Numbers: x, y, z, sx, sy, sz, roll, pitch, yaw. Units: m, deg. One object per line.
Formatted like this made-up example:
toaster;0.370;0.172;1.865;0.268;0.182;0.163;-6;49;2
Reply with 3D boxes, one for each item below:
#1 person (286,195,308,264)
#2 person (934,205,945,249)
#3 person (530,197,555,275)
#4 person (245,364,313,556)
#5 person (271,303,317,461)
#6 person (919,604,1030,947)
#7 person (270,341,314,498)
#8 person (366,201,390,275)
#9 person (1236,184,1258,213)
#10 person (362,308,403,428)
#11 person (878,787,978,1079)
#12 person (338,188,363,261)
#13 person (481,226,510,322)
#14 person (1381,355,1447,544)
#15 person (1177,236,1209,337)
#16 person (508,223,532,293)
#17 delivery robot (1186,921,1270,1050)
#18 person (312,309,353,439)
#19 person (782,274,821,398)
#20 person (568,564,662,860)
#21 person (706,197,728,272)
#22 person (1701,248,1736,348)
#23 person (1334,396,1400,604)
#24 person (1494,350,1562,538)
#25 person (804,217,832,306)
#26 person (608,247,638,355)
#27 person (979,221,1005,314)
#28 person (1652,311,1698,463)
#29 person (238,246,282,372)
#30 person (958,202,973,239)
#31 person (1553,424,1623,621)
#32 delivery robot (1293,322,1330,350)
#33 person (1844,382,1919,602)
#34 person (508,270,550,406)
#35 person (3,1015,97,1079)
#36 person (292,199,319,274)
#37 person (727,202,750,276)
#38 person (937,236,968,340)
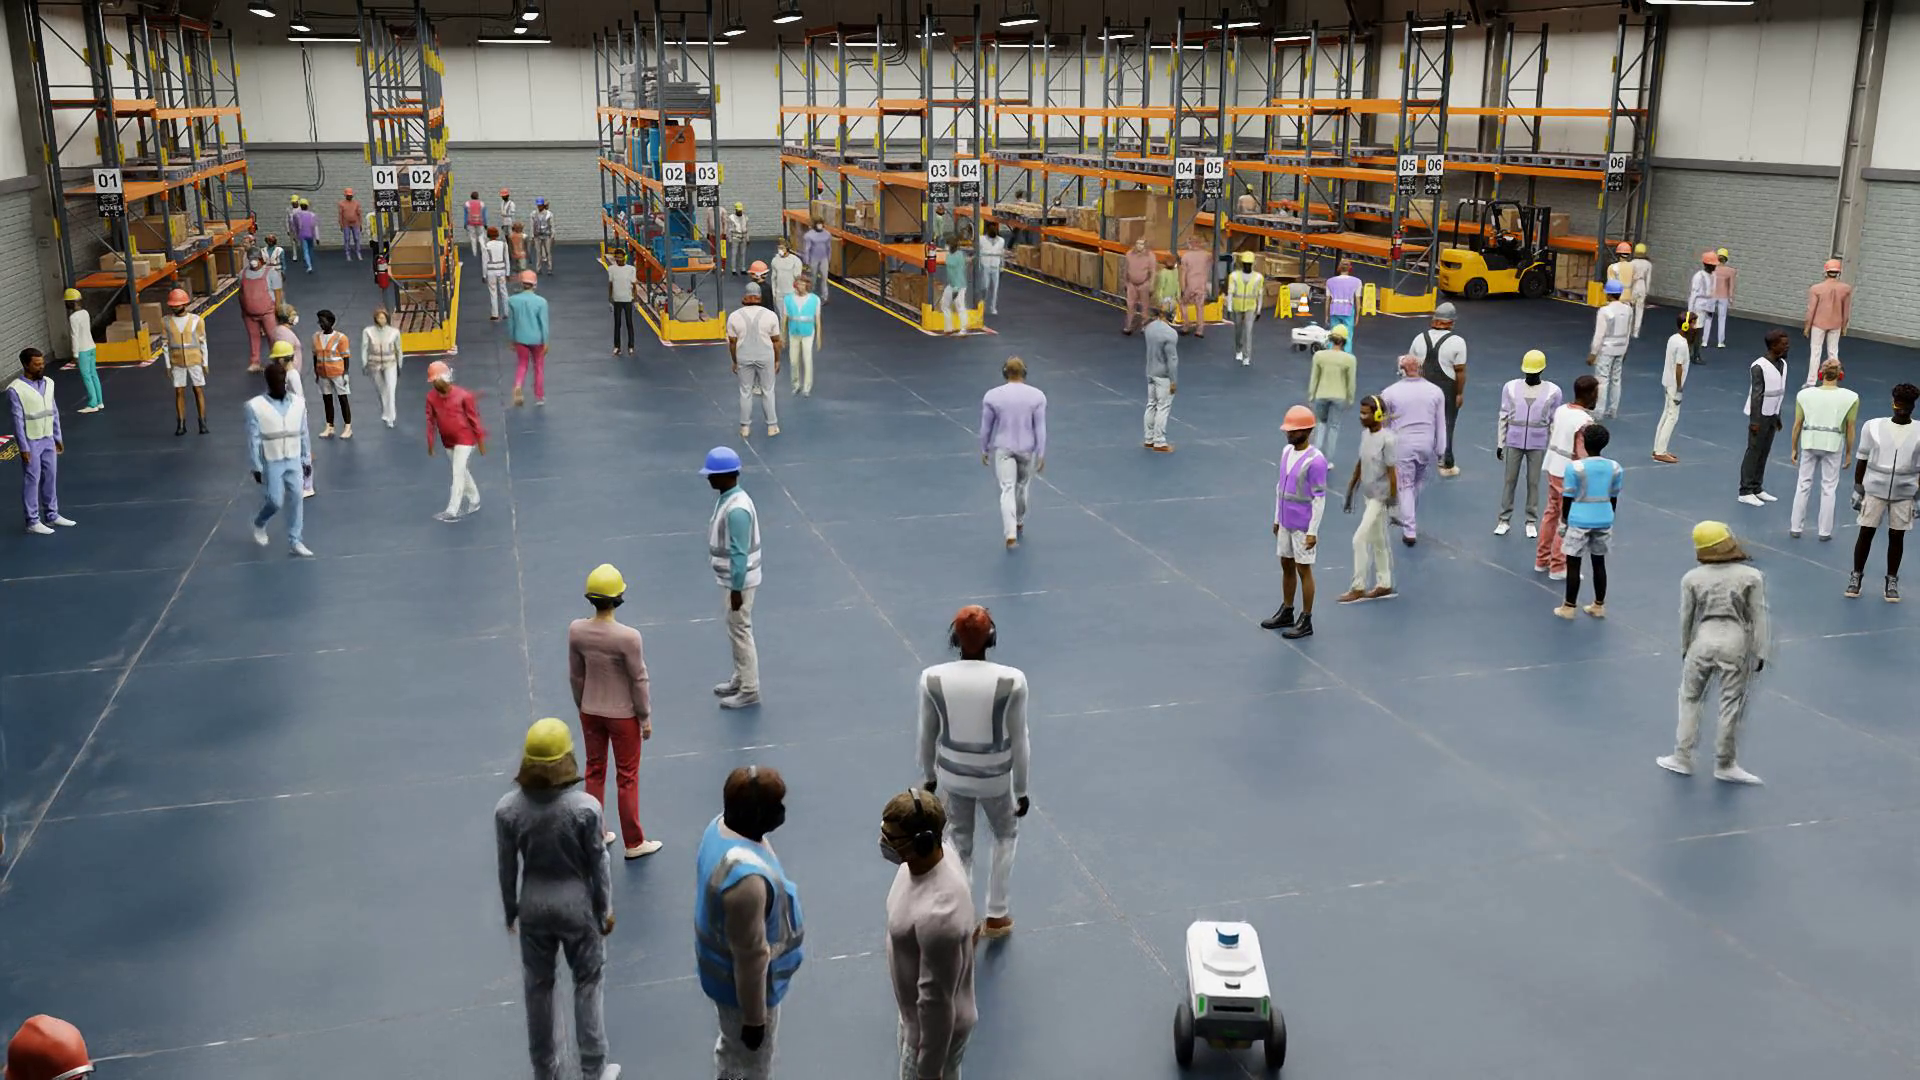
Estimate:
person;-17.868;-8.378;44.863;0.586;1.833;0.403;-3;15;-12
person;-0.528;-8.016;43.903;0.286;1.625;0.497;-3;15;-10
person;-10.510;-7.647;41.888;0.604;1.949;0.398;0;15;0
person;-6.639;-0.786;16.187;0.604;1.899;0.596;12;19;39
person;-8.218;-1.935;20.413;0.370;1.940;0.627;-9;17;-31
person;0.090;1.218;8.672;0.597;1.867;0.541;3;15;12
person;-7.440;-1.338;18.501;0.313;1.768;0.522;-10;18;-32
person;-14.198;-7.363;40.734;0.608;1.995;0.377;-13;20;-40
person;8.455;-9.553;49.159;0.596;1.891;0.859;-2;15;-7
person;-7.884;-2.380;22.745;0.515;1.594;0.870;-4;15;-13
person;-0.123;1.830;6.266;0.375;1.933;0.625;-1;15;-5
person;-16.695;-8.649;45.595;0.612;1.986;0.405;-8;17;-29
person;-9.263;-5.306;33.203;0.583;1.882;0.338;-12;19;-39
person;4.523;-0.922;16.764;0.668;1.859;0.936;-1;15;-5
person;4.326;-4.747;31.127;0.701;1.868;0.774;-6;16;-22
person;-10.050;-6.428;37.976;0.559;1.597;0.586;2;15;9
delivery robot;1.260;2.058;7.859;0.477;0.478;0.707;1;15;4
person;-8.218;-2.166;21.749;0.540;1.696;0.316;3;15;12
person;-2.355;-3.047;24.790;0.582;1.843;0.387;2;15;6
person;-2.022;1.001;9.691;0.530;1.772;0.303;7;16;24
person;-6.254;-7.882;42.683;0.608;1.996;0.381;7;16;24
person;13.522;-4.312;29.695;0.533;1.765;0.325;7;16;24
person;3.554;-0.353;14.634;0.756;1.841;0.560;-3;15;-12
person;5.741;-0.975;16.843;0.586;1.917;0.381;6;16;22
person;-3.072;-6.036;35.956;0.637;1.901;1.018;-5;16;-19
person;-5.843;-4.129;28.816;0.518;1.865;0.330;0;15;-1
person;0.650;-5.635;34.390;0.612;1.908;0.439;-4;15;-15
person;8.744;-1.870;20.338;0.338;1.858;0.510;3;15;10
person;-11.397;-3.750;27.048;0.683;2.000;0.537;0;15;-2
person;0.221;-10.399;52.527;0.463;1.821;0.692;-4;15;-16
person;5.359;-0.146;14.166;0.537;1.684;0.327;-3;15;-11
delivery robot;6.156;-3.556;28.986;0.707;0.478;0.477;14;20;43
person;8.217;-0.426;14.699;0.602;1.958;0.369;8;17;26
person;-6.211;-2.890;23.940;0.626;1.978;0.729;2;15;6
person;-2.655;2.245;5.040;0.342;1.750;0.568;7;17;25
person;-16.657;-7.742;42.420;0.590;1.871;1.022;-10;18;-33
person;-5.542;-7.557;41.773;0.592;1.833;0.404;-10;18;-34
person;-0.146;-4.624;30.577;0.690;1.912;0.652;-8;17;-28
